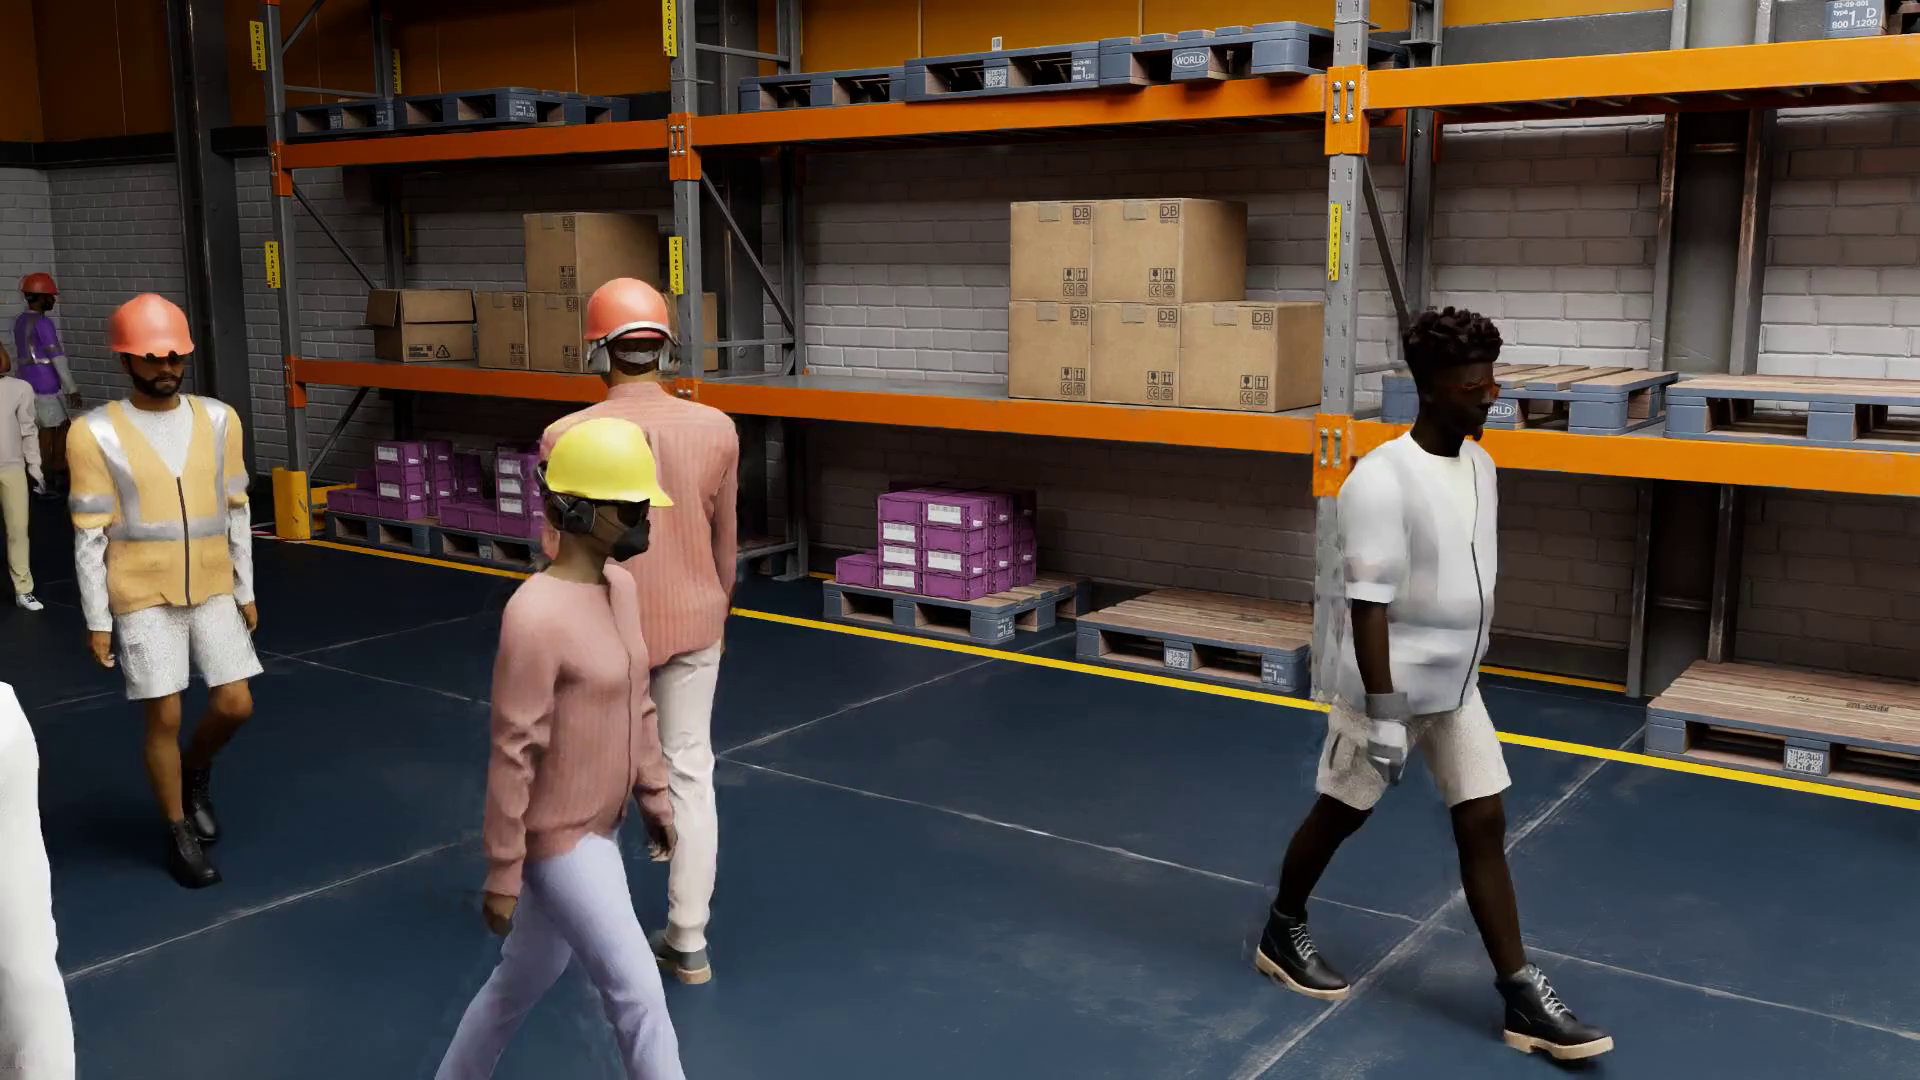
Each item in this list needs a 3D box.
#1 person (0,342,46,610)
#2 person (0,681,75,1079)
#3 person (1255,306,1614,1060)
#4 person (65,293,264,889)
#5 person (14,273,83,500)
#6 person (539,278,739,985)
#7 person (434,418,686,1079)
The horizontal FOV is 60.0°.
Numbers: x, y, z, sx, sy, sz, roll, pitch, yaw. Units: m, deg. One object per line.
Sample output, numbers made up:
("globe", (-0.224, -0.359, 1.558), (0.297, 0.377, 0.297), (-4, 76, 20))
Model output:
("person", (-5.520, -0.375, 9.513), (0.508, 1.627, 0.281), (-9, 13, -43))
("person", (-1.428, 0.767, 2.018), (0.581, 1.864, 0.718), (-8, 13, -41))
("person", (1.197, 0.356, 4.319), (0.633, 1.910, 1.021), (-8, 12, -40))
("person", (-2.560, 0.168, 5.390), (0.468, 1.919, 0.566), (9, 13, 44))
("person", (-7.686, -1.304, 14.173), (0.602, 1.919, 0.560), (-9, 13, -44))
("person", (-0.927, 0.247, 4.776), (0.613, 1.966, 0.761), (-5, 11, -28))
("person", (-0.793, 0.593, 3.493), (0.935, 1.705, 0.530), (1, 10, 8))
